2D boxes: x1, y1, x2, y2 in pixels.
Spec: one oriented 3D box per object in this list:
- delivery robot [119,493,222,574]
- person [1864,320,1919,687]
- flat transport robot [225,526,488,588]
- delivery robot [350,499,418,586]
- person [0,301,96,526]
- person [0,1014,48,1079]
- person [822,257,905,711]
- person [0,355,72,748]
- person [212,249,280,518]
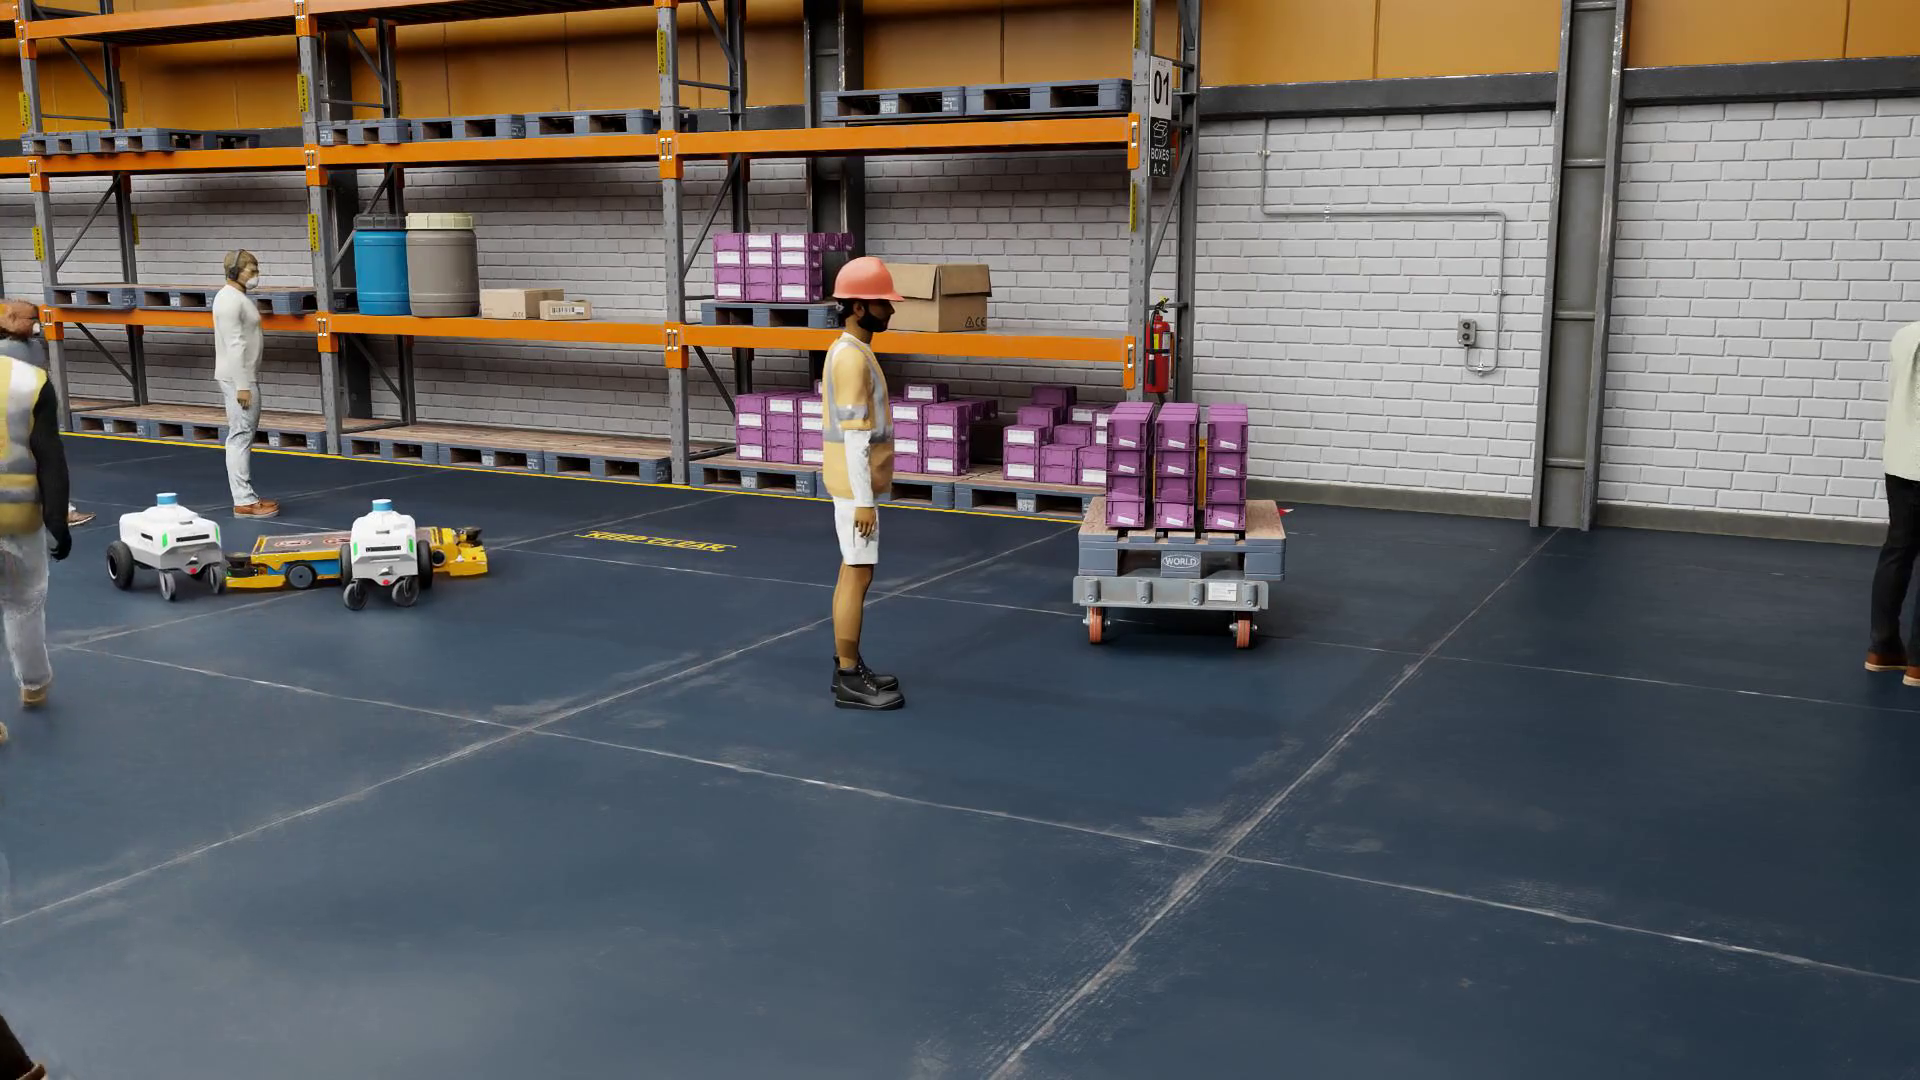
[{"bbox_3d":[-4.528,-0.026,9.531,0.707,0.478,0.477,10,15,44],"label":"delivery robot"},{"bbox_3d":[4.423,-0.331,7.539,0.397,1.991,0.615,-2,10,-9],"label":"person"},{"bbox_3d":[-3.583,0.090,9.933,1.431,0.197,0.652,-3,11,-18],"label":"flat transport robot"},{"bbox_3d":[-3.217,0.018,9.295,0.477,0.478,0.707,-3,11,-18],"label":"delivery robot"},{"bbox_3d":[-6.551,-0.881,11.660,0.883,1.581,0.518,0,10,-1],"label":"person"},{"bbox_3d":[-2.357,0.568,3.516,0.870,1.659,0.539,-2,11,-12],"label":"person"},{"bbox_3d":[-0.410,-0.241,7.174,0.359,1.936,0.552,-1,10,-6],"label":"person"},{"bbox_3d":[-3.976,-0.099,6.775,0.654,1.794,0.927,-5,11,-25],"label":"person"},{"bbox_3d":[-5.194,-1.129,12.059,0.370,1.934,0.627,-4,11,-19],"label":"person"}]
